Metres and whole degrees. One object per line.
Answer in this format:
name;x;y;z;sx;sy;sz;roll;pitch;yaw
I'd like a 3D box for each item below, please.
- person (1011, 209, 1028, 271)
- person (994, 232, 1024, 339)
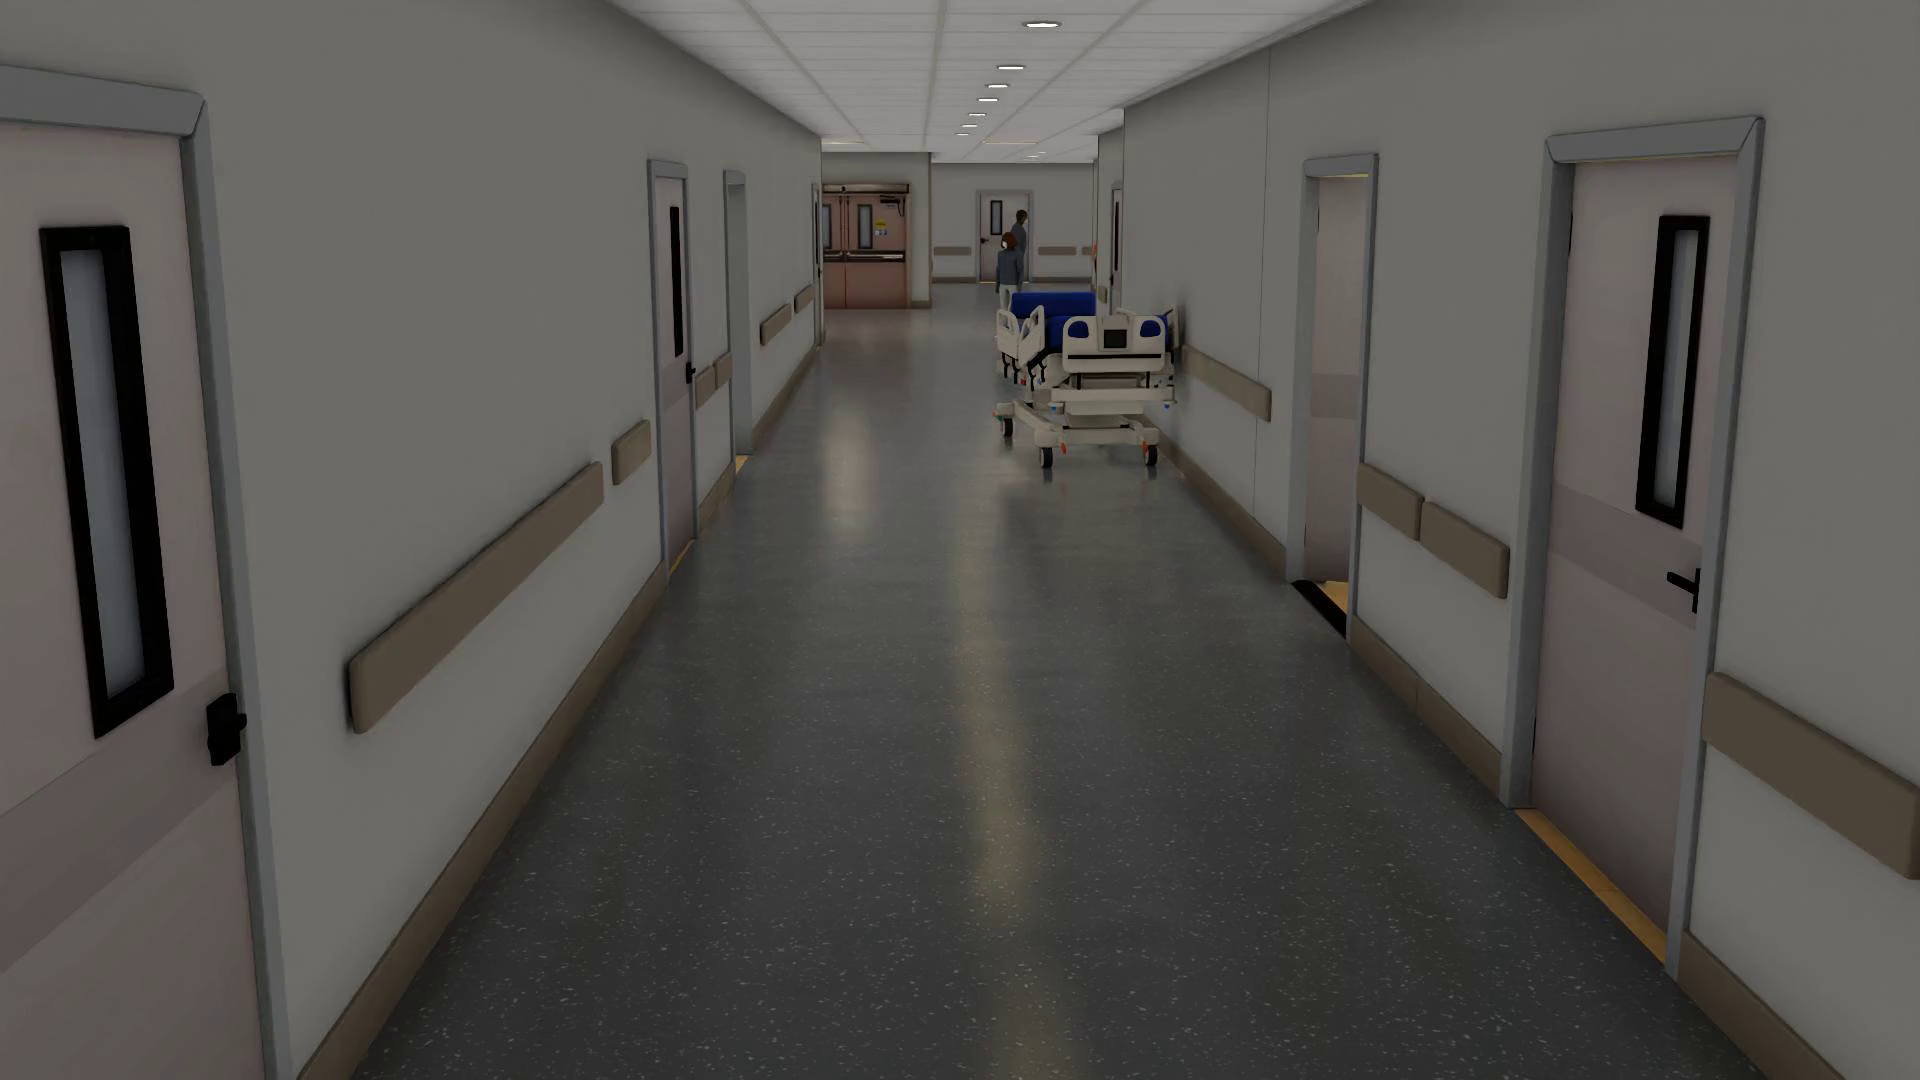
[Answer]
person;1.161;-5.524;32.698;0.381;1.928;0.635;1;12;4
person;0.747;-3.879;25.395;0.509;1.632;0.267;10;15;39
